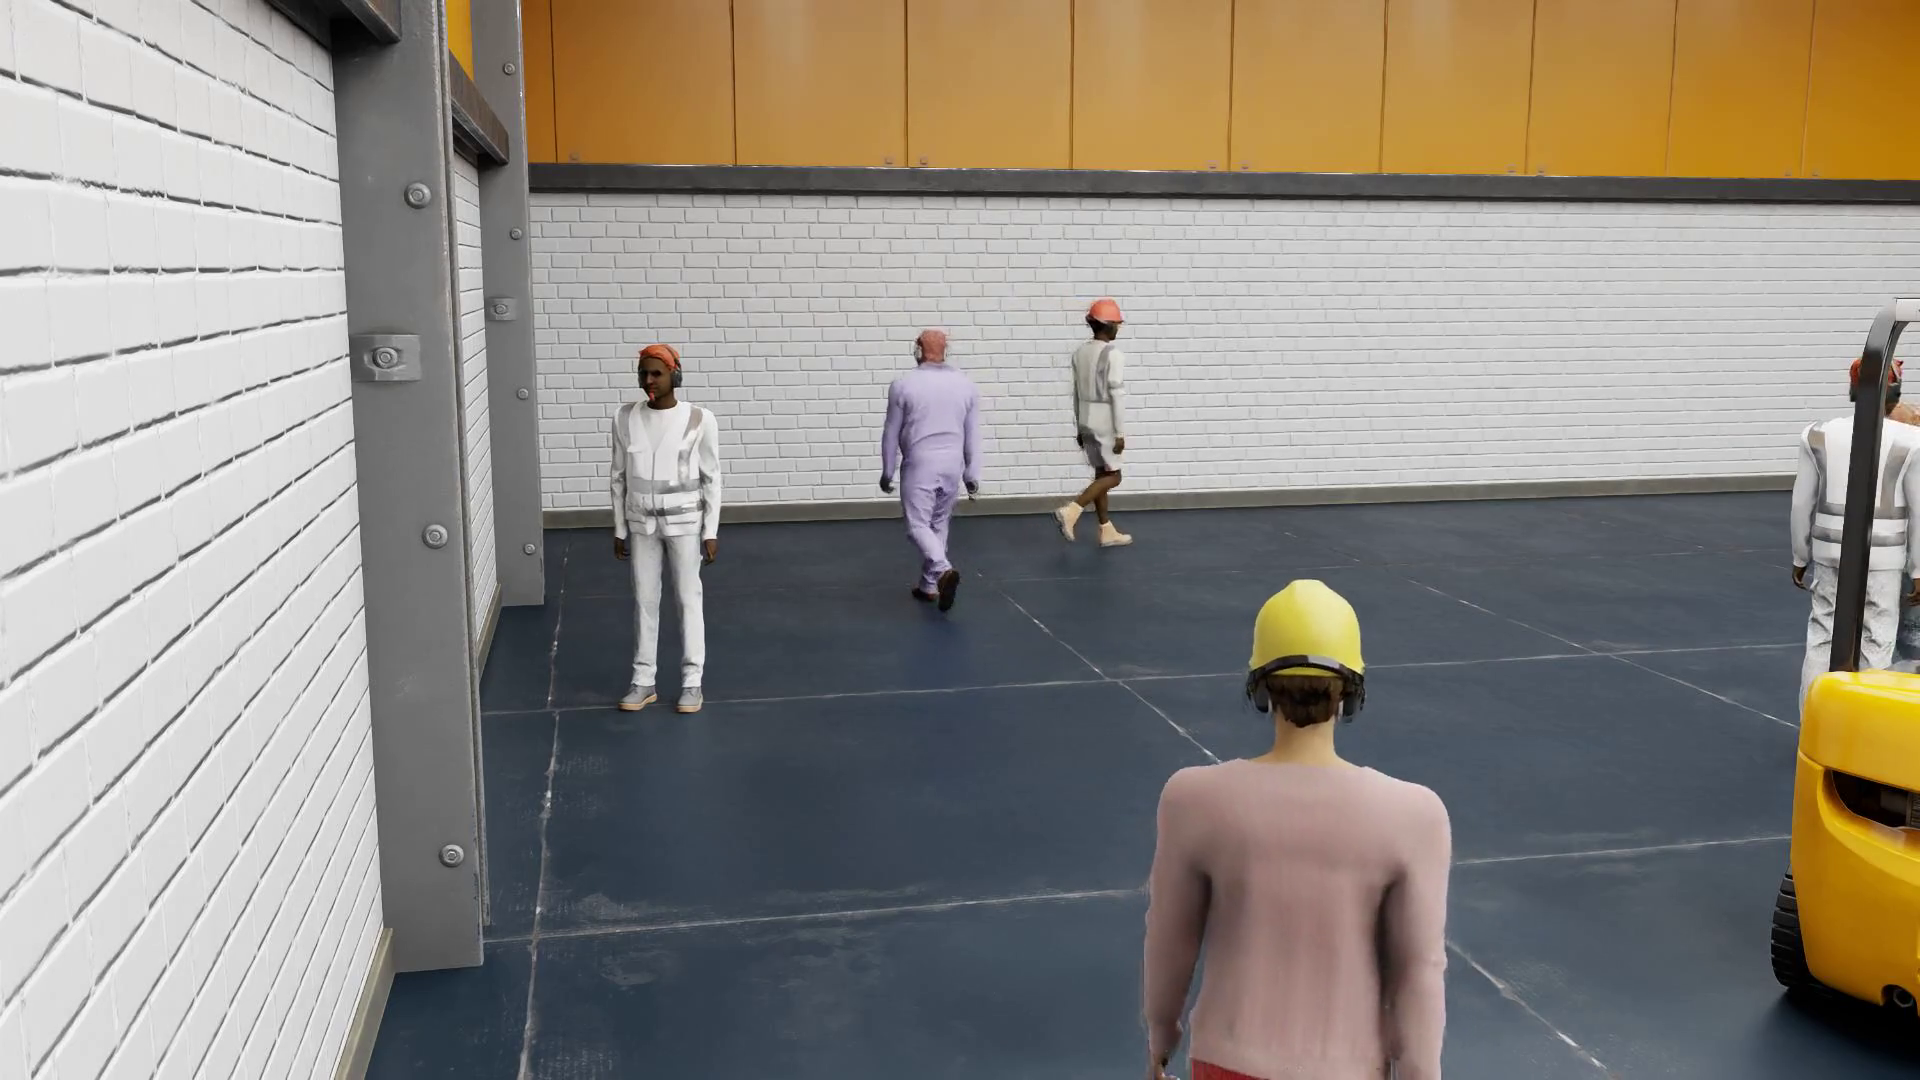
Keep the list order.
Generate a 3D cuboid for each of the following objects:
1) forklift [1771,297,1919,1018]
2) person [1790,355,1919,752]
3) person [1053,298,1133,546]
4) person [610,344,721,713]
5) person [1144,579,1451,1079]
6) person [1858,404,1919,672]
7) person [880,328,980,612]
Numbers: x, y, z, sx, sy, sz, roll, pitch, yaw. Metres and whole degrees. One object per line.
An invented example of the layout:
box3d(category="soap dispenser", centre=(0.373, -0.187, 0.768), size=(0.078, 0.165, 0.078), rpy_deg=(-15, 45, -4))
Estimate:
box3d(category="forklift", centre=(3.542, 0.334, 5.177), size=(2.313, 2.155, 1.214), rpy_deg=(-9, 13, -43))
box3d(category="person", centre=(4.086, 0.098, 7.557), size=(0.343, 1.882, 0.585), rpy_deg=(-9, 13, -43))
box3d(category="person", centre=(1.078, -0.920, 13.339), size=(0.733, 2.025, 0.621), rpy_deg=(-6, 11, -31))
box3d(category="person", centre=(-1.503, -0.053, 8.484), size=(0.575, 1.882, 0.360), rpy_deg=(2, 9, 10))
box3d(category="person", centre=(0.590, 0.928, 3.011), size=(0.532, 1.713, 0.927), rpy_deg=(2, 10, 12))
box3d(category="person", centre=(4.499, 0.137, 8.153), size=(0.688, 1.606, 0.508), rpy_deg=(7, 11, 35))
box3d(category="person", centre=(-0.161, -0.463, 11.019), size=(0.638, 1.872, 0.816), rpy_deg=(-5, 11, -29))
